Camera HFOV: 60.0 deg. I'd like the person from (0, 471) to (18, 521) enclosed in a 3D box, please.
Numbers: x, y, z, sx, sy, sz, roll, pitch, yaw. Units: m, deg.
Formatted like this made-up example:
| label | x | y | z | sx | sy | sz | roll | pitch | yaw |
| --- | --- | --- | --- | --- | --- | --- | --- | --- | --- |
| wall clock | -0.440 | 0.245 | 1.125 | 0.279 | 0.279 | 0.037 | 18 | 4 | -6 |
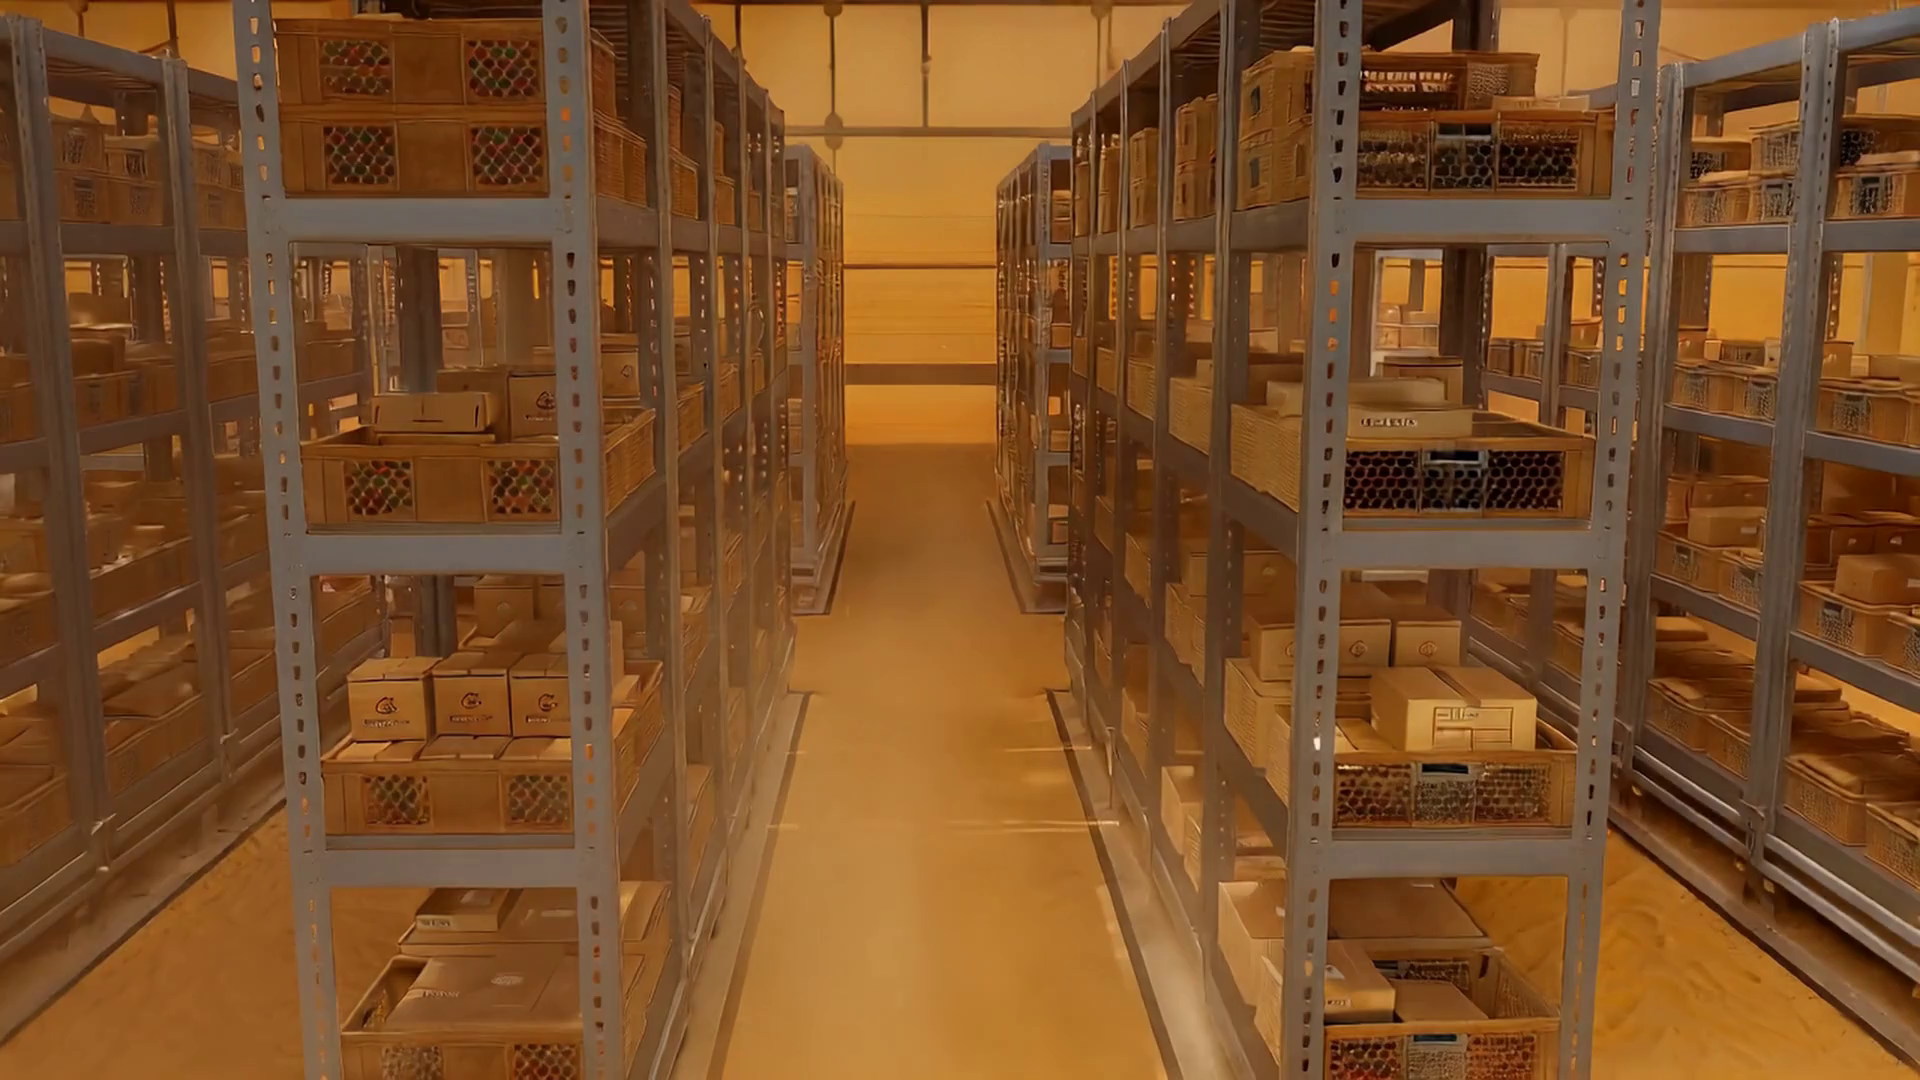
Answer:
| label | x | y | z | sx | sy | sz | roll | pitch | yaw |
| --- | --- | --- | --- | --- | --- | --- | --- | --- | --- |
| person | -7.142 | -0.191 | 12.137 | 0.686 | 1.797 | 0.608 | 3 | 10 | 16 |
